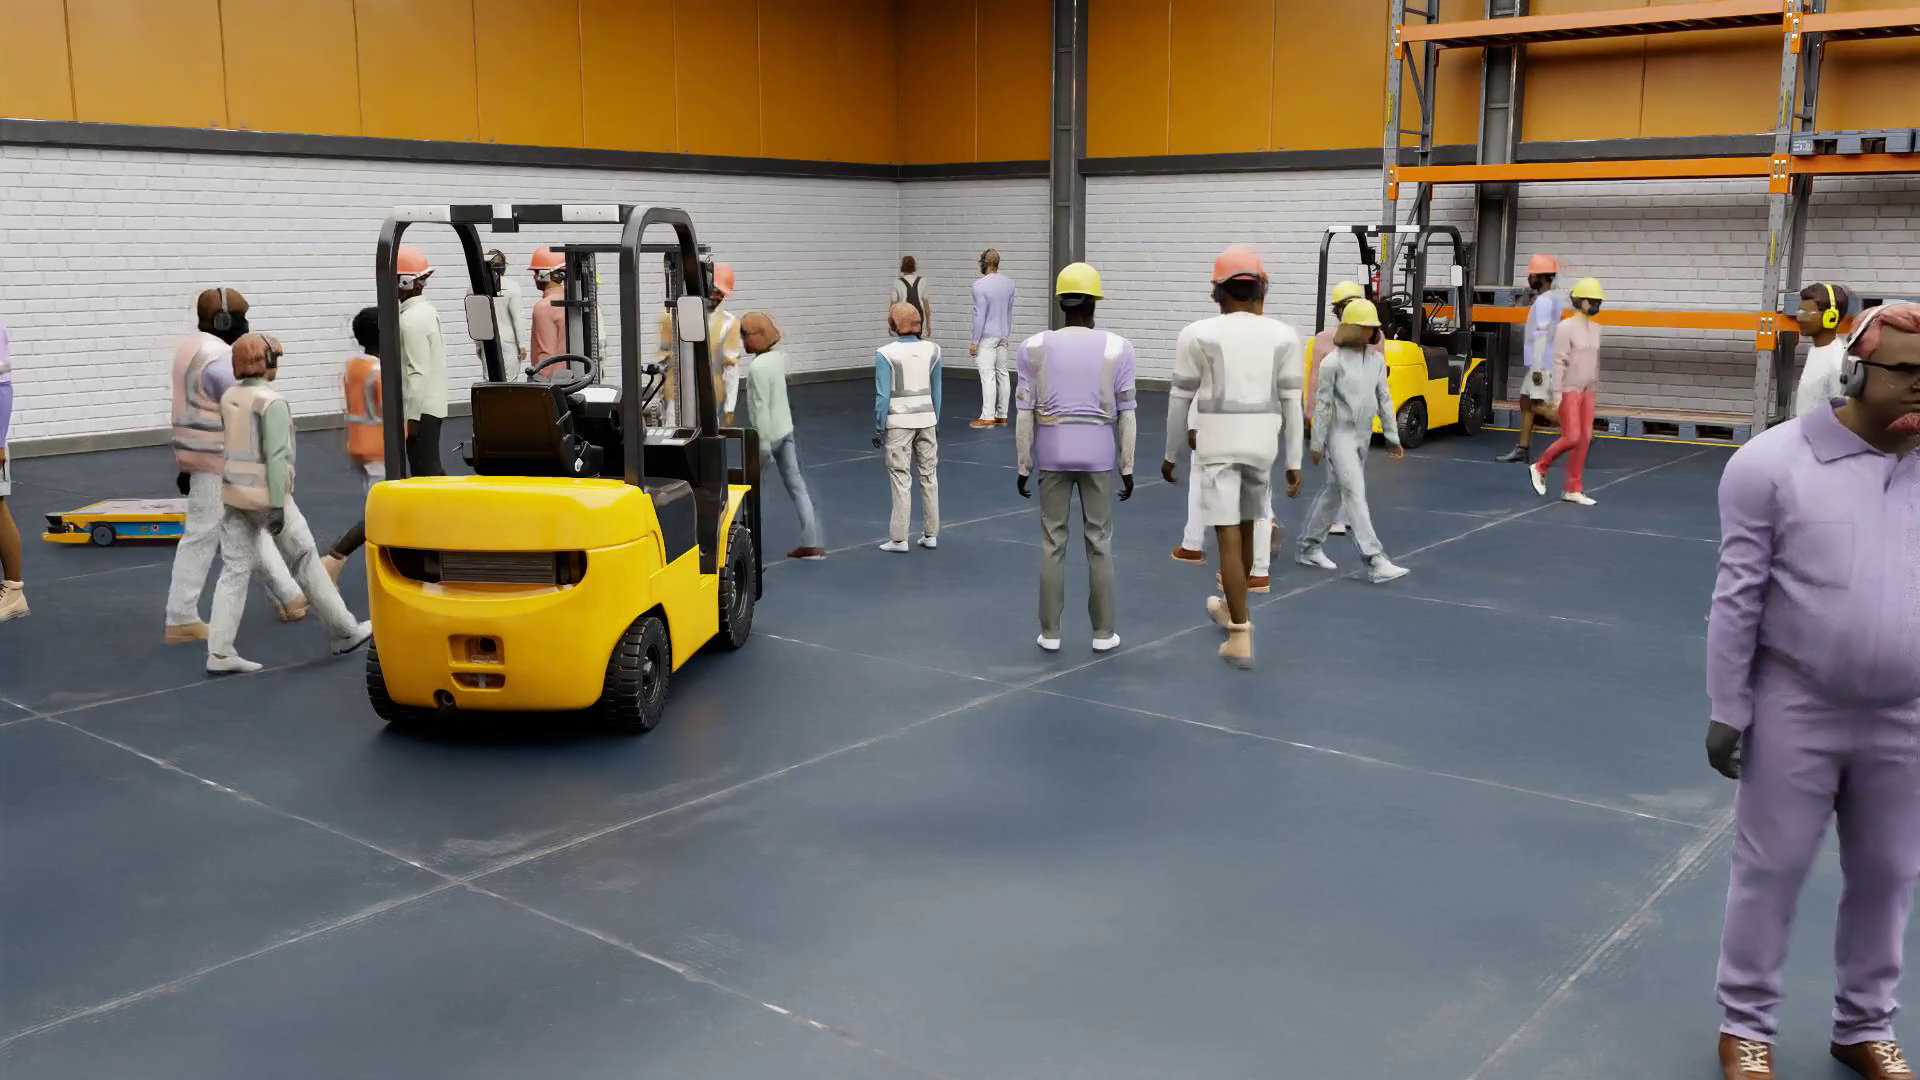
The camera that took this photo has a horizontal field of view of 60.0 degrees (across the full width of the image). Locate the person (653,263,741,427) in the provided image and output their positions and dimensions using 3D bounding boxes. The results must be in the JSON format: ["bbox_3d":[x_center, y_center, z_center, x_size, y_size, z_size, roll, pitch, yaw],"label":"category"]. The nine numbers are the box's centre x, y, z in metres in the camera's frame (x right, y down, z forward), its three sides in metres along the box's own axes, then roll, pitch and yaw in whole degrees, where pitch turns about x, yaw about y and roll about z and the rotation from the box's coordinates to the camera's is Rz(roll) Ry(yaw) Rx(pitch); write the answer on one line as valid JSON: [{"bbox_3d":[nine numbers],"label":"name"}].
[{"bbox_3d":[-1.837,-0.989,11.627,0.631,1.874,0.496,-2,10,-9],"label":"person"}]

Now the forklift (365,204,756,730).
[{"bbox_3d":[-1.766,-0.406,7.525,1.214,2.155,2.313,1,10,7],"label":"forklift"}]

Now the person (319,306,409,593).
[{"bbox_3d":[-3.348,-0.487,9.417,0.740,1.671,0.539,-9,13,-40],"label":"person"}]

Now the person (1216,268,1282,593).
[{"bbox_3d":[1.683,-0.633,9.640,0.355,1.886,0.572,2,10,11],"label":"person"}]

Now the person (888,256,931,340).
[{"bbox_3d":[-0.709,-2.910,22.439,0.547,1.814,0.837,-3,11,-16],"label":"person"}]

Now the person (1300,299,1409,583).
[{"bbox_3d":[2.392,-0.602,10.022,0.505,1.683,0.946,-7,13,-35],"label":"person"}]

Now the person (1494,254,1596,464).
[{"bbox_3d":[5.308,-1.605,14.939,0.805,1.919,0.542,5,11,25],"label":"person"}]

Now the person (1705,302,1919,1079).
[{"bbox_3d":[2.093,0.400,3.898,0.648,1.899,0.397,1,10,8],"label":"person"}]

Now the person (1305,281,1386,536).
[{"bbox_3d":[2.661,-0.908,11.516,0.561,1.755,0.377,-2,10,-11],"label":"person"}]

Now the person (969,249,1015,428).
[{"bbox_3d":[0.330,-2.178,18.053,0.373,1.940,0.628,8,13,38],"label":"person"}]

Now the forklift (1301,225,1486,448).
[{"bbox_3d":[4.449,-2.115,16.993,1.214,2.155,2.313,8,13,38],"label":"forklift"}]

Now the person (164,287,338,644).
[{"bbox_3d":[-3.714,-0.390,8.553,0.929,1.789,0.620,-7,12,-35],"label":"person"}]

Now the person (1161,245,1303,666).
[{"bbox_3d":[1.328,-0.437,8.226,0.619,1.995,1.009,-3,11,-14],"label":"person"}]

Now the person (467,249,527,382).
[{"bbox_3d":[-4.761,-2.022,17.189,0.631,1.940,0.372,3,11,15],"label":"person"}]

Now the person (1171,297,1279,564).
[{"bbox_3d":[1.701,-0.745,10.343,0.620,1.862,0.648,-4,11,-21],"label":"person"}]

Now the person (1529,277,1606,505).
[{"bbox_3d":[4.719,-1.144,12.832,0.542,1.752,0.455,-7,12,-34],"label":"person"}]

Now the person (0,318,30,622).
[{"bbox_3d":[-5.286,-0.571,8.857,0.615,2.042,0.374,7,12,34],"label":"person"}]

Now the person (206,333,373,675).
[{"bbox_3d":[-3.284,-0.182,7.939,0.517,1.590,0.838,7,12,32],"label":"person"}]

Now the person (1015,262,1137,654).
[{"bbox_3d":[0.570,-0.397,8.218,0.592,1.923,0.381,1,10,6],"label":"person"}]

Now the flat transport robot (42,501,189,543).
[{"bbox_3d":[-5.385,-0.136,11.357,1.431,0.197,0.652,0,10,-2],"label":"flat transport robot"}]

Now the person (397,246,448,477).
[{"bbox_3d":[-3.332,-0.792,10.214,0.377,1.995,0.608,-2,10,-11],"label":"person"}]

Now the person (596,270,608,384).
[{"bbox_3d":[-3.462,-1.638,15.394,0.403,1.824,0.599,4,11,22],"label":"person"}]

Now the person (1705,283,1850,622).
[{"bbox_3d":[4.518,-0.421,8.666,0.967,1.826,0.534,3,11,18],"label":"person"}]

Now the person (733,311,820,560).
[{"bbox_3d":[-1.292,-0.654,10.580,0.863,1.584,0.537,3,11,17],"label":"person"}]

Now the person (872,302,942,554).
[{"bbox_3d":[-0.336,-0.729,10.851,0.513,1.639,0.311,-7,12,-34],"label":"person"}]

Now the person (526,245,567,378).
[{"bbox_3d":[-2.909,-1.110,11.974,0.383,1.993,0.622,2,10,10],"label":"person"}]
